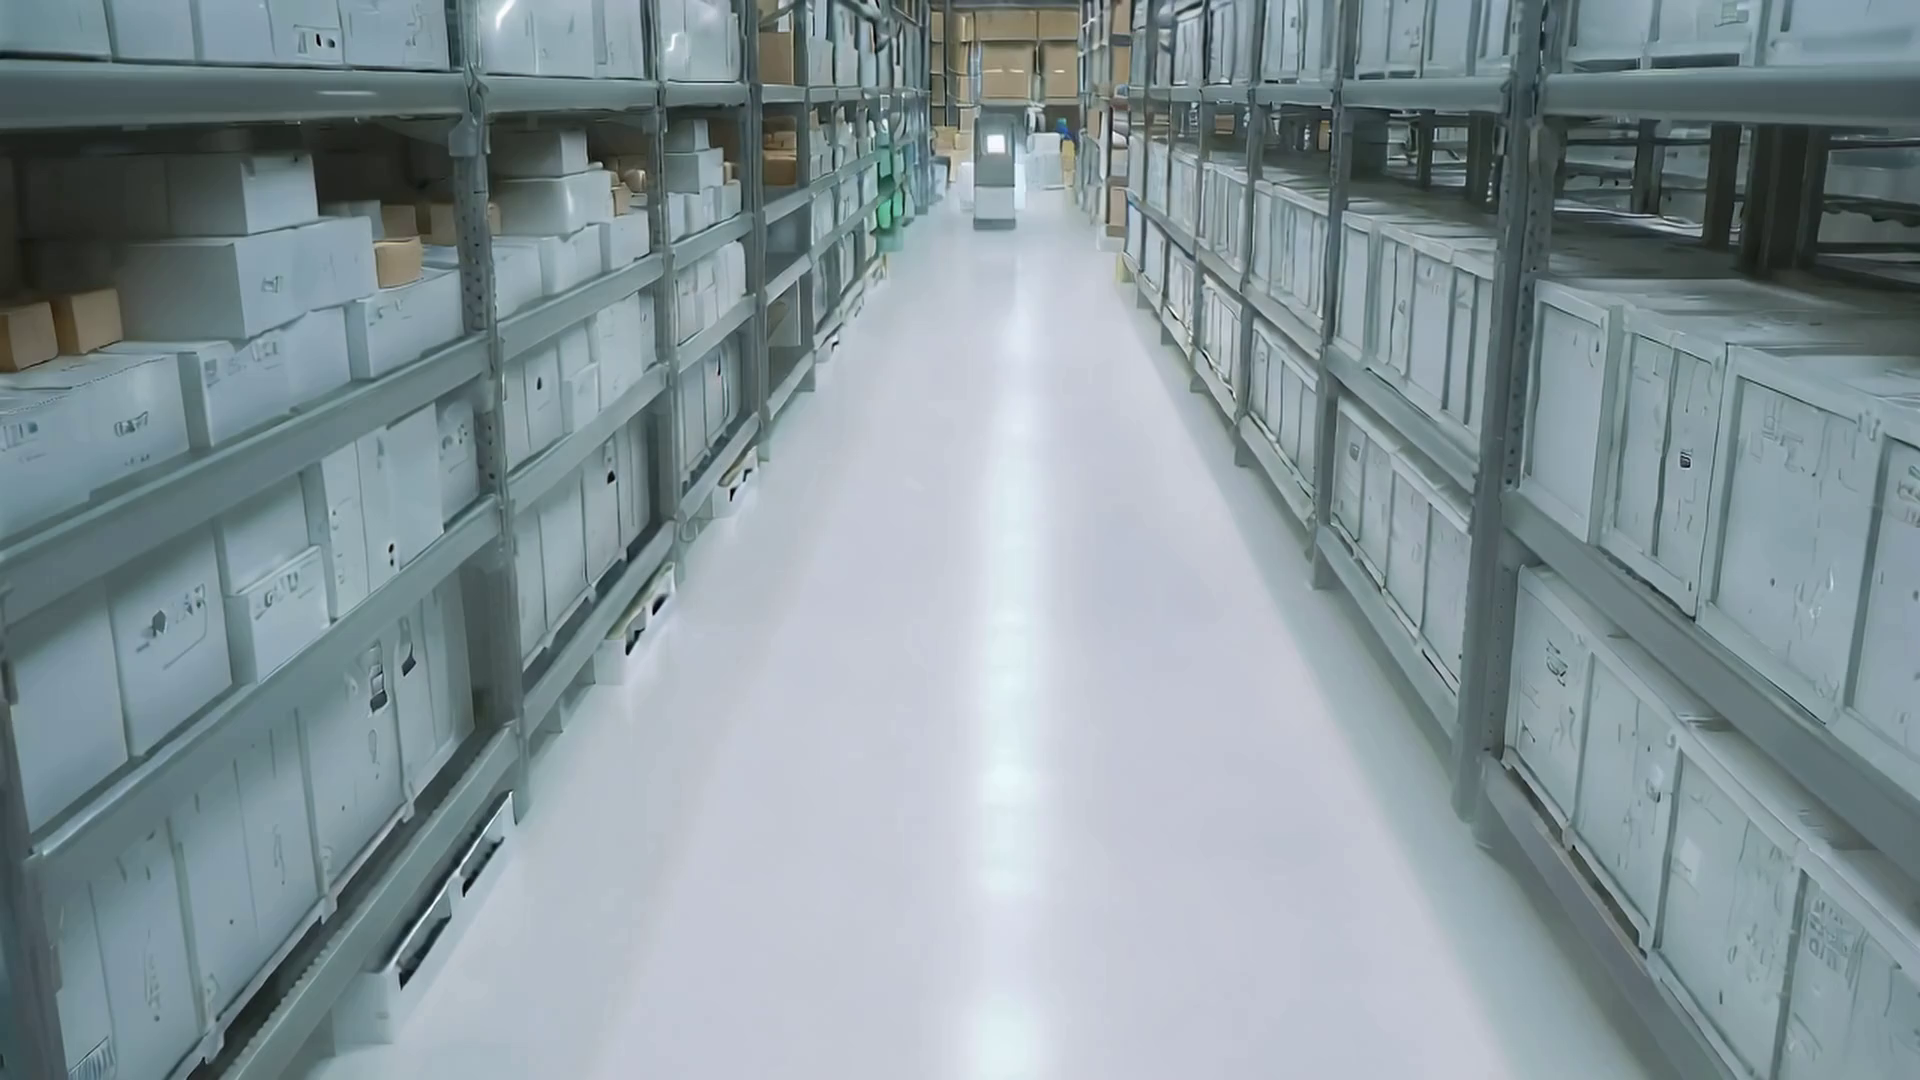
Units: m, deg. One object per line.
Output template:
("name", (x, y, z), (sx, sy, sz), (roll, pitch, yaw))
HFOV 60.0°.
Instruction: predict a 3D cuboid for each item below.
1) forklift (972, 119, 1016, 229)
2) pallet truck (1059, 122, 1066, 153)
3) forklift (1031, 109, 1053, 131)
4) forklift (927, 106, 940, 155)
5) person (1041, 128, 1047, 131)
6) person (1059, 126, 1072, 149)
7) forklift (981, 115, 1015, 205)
("forklift", (0.896, -9.559, 43.358), (1.129, 2.768, 1.873), (0, 15, 1))
("pallet truck", (5.788, -21.111, 88.014), (1.885, 1.965, 0.823), (5, 16, 18))
("forklift", (3.409, -16.577, 69.470), (1.129, 2.768, 1.873), (0, 15, 2))
("forklift", (-1.386, -20.270, 83.211), (1.873, 2.768, 1.129), (9, 18, 31))
("person", (3.936, -18.175, 77.263), (0.696, 1.905, 0.562), (9, 18, 32))
("person", (5.199, -19.298, 81.417), (0.653, 1.915, 0.620), (5, 16, 19))
("forklift", (1.104, -11.508, 50.610), (1.129, 2.768, 1.873), (0, 15, 2))
